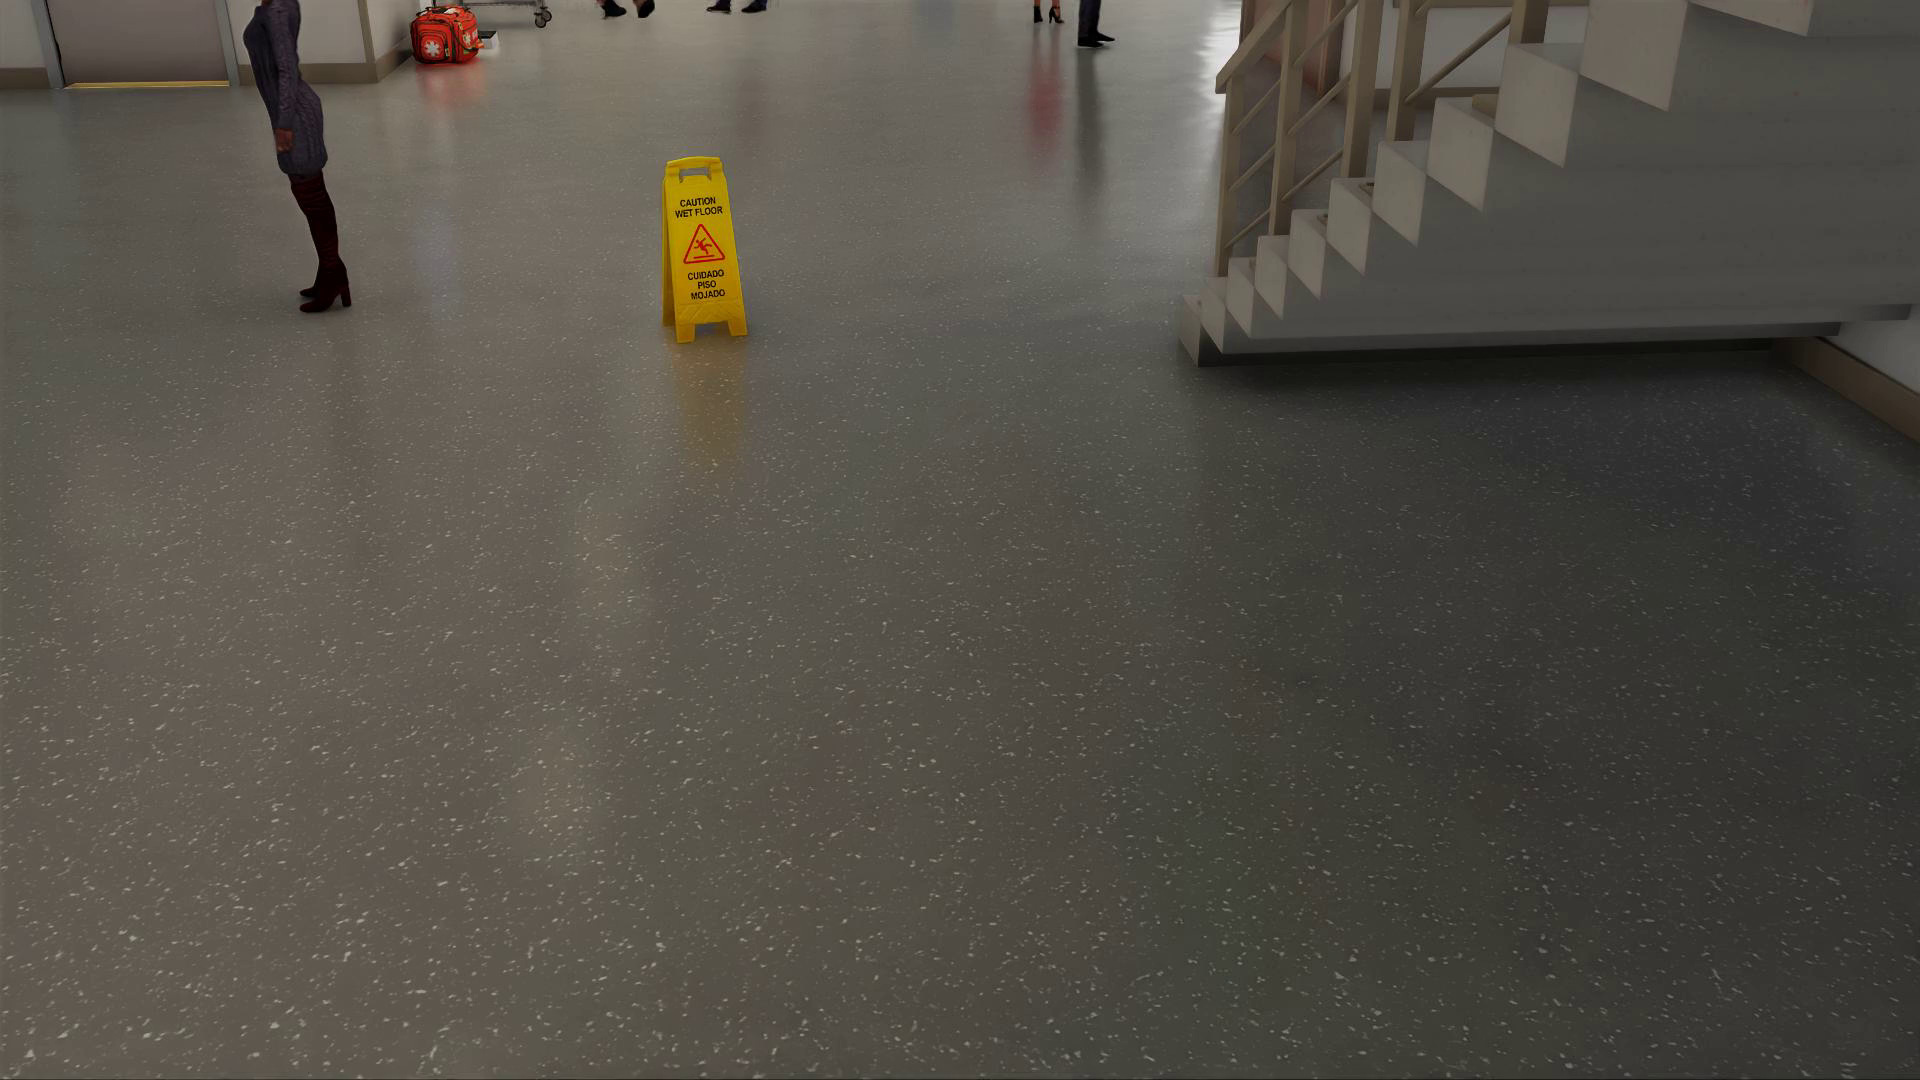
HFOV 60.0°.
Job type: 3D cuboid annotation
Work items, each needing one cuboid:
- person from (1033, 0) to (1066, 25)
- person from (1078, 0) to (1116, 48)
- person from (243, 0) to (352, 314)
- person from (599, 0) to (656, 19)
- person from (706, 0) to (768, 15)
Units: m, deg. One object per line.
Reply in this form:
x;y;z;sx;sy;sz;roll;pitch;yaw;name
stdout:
0.822;-5.711;15.456;0.667;1.727;0.703;15;29;28;person
1.191;-5.150;14.234;0.697;1.777;0.571;10;27;19;person
-3.029;-1.908;7.588;0.687;1.711;0.518;-7;27;-15;person
-3.340;-5.816;15.581;1.000;1.807;1.162;-17;31;-32;person
-2.061;-5.930;15.815;1.050;1.809;0.999;-19;31;-33;person
